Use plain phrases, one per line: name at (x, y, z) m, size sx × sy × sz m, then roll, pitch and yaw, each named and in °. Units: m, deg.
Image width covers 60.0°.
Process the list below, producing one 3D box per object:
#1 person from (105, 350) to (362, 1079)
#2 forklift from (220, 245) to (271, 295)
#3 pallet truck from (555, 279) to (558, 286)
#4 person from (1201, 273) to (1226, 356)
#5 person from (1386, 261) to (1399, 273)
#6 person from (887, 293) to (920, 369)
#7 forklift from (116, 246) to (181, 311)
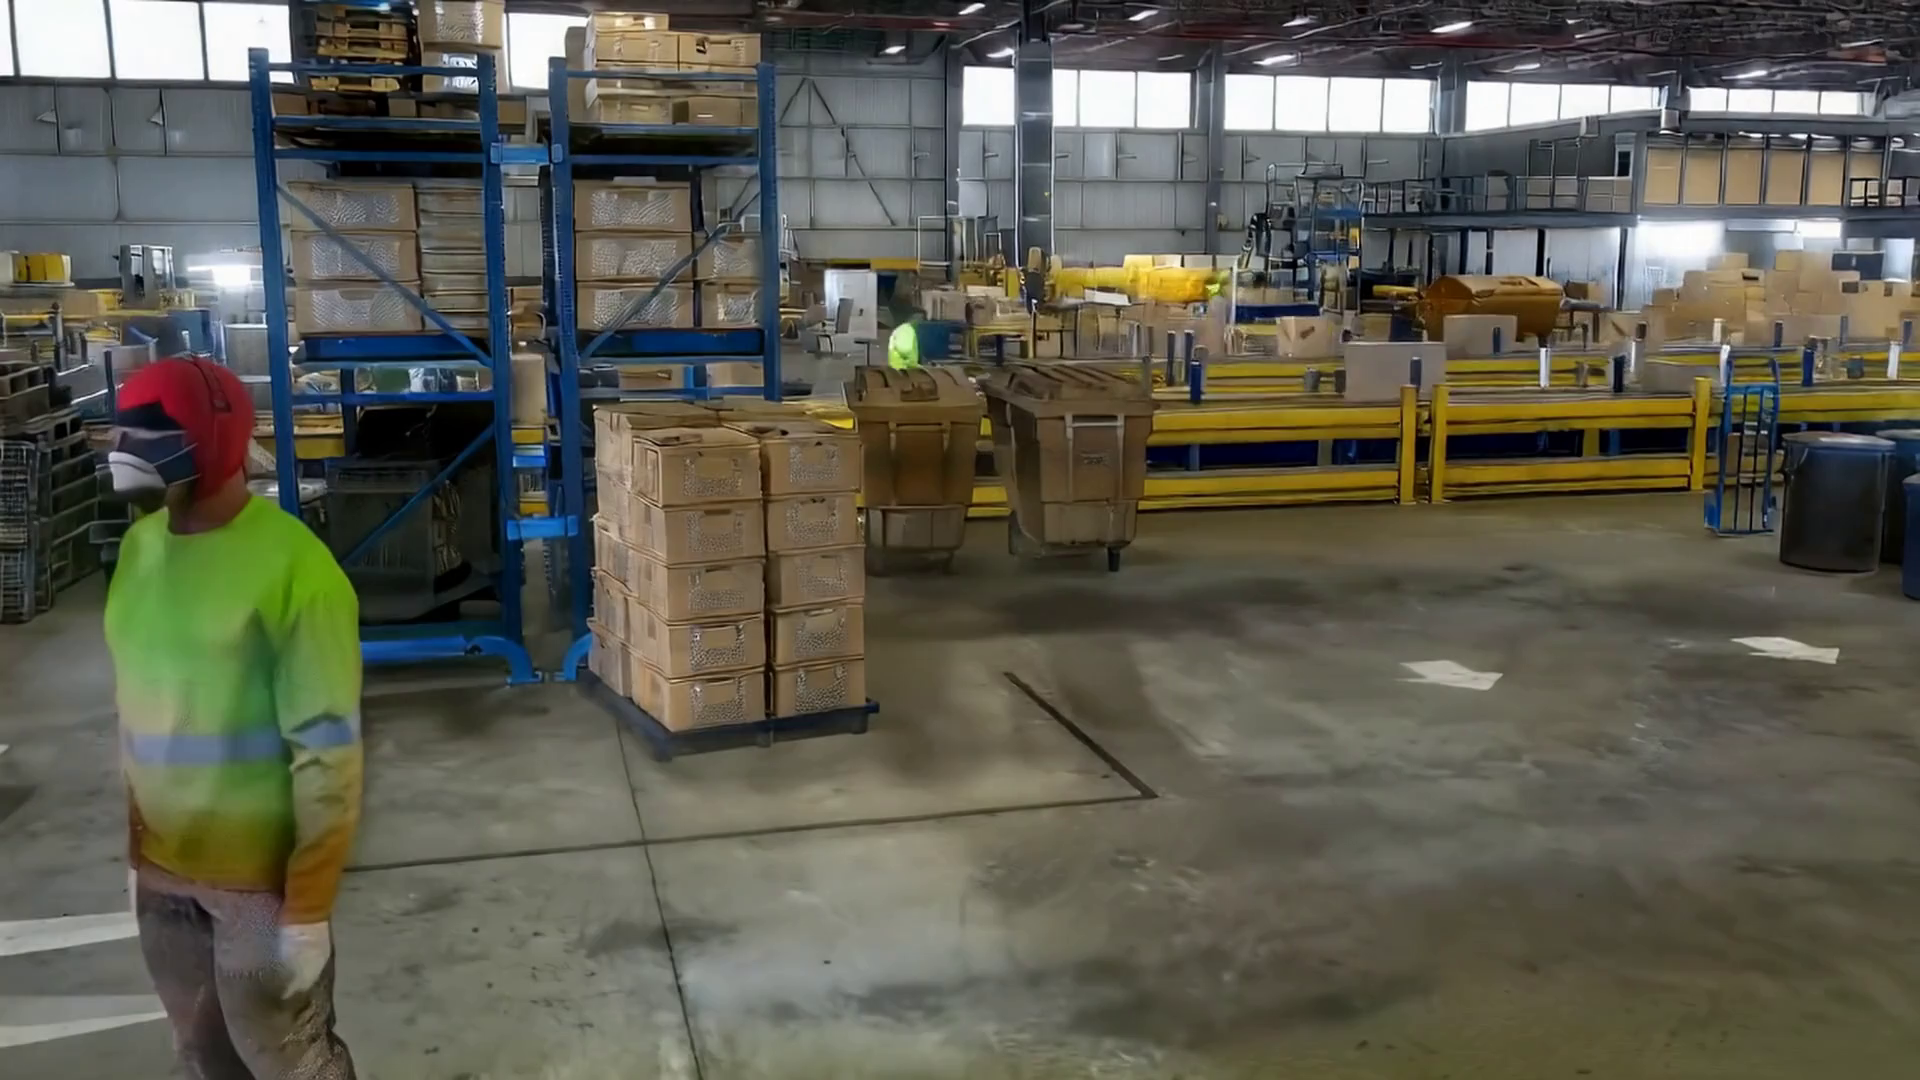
person at (-1.363, 0.618, 3.118) m, size 0.627 × 1.941 × 0.370 m, roll 7°, pitch 12°, yaw 34°
forklift at (-17.749, -6.334, 41.440) m, size 1.157 × 1.987 × 2.680 m, roll -3°, pitch 10°, yaw -17°
pallet truck at (-10.604, -6.375, 44.520) m, size 0.653 × 1.274 × 1.630 m, roll -3°, pitch 10°, yaw -15°
person at (3.568, -2.955, 23.914) m, size 0.658 × 1.746 × 0.527 m, roll -4°, pitch 11°, yaw -20°
person at (16.163, -9.818, 62.360) m, size 0.573 × 1.886 × 0.357 m, roll -3°, pitch 10°, yaw -16°
person at (-0.666, -1.552, 16.165) m, size 0.817 × 1.657 × 0.557 m, roll -1°, pitch 10°, yaw -8°
forklift at (-19.966, -6.232, 40.894) m, size 1.157 × 1.987 × 2.680 m, roll -3°, pitch 10°, yaw -15°
